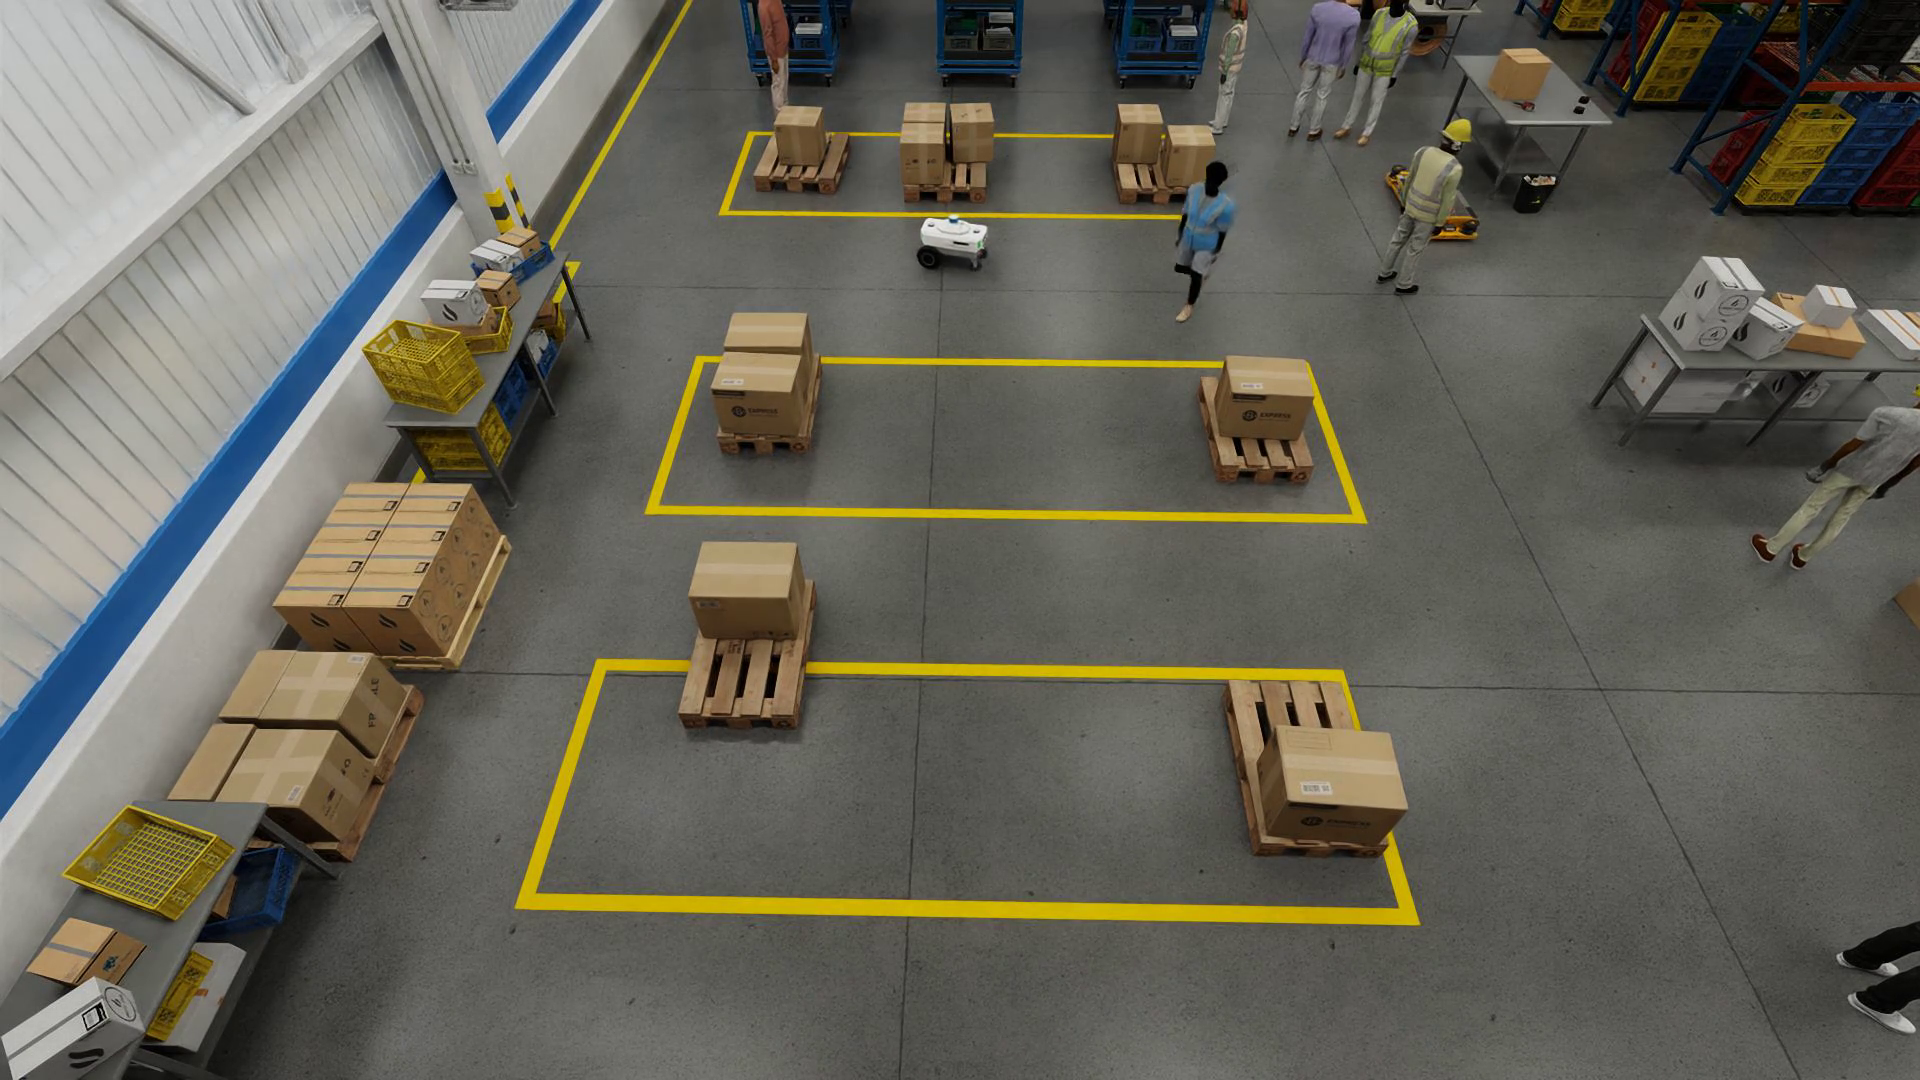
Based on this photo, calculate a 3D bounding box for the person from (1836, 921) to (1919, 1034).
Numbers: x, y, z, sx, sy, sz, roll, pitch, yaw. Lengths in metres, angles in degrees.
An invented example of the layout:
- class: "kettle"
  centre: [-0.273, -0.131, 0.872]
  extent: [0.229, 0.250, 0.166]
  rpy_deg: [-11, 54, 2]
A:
- class: "person"
  centre: [5.342, 2.009, 4.695]
  extent: [0.379, 1.916, 0.597]
  rpy_deg: [17, 51, 14]

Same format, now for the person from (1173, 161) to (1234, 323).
- class: "person"
  centre: [2.446, -3.016, 9.195]
  extent: [0.524, 1.680, 0.542]
  rpy_deg: [-35, 57, -26]

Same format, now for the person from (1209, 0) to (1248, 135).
- class: "person"
  centre: [3.510, -6.150, 11.945]
  extent: [0.313, 1.634, 0.514]
  rpy_deg: [19, 52, 16]

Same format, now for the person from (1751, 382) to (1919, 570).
- class: "person"
  centre: [6.748, -0.495, 6.901]
  extent: [0.514, 1.861, 0.332]
  rpy_deg: [19, 52, 15]

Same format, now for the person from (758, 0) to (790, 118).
- class: "person"
  centre: [-2.348, -6.353, 11.883]
  extent: [0.386, 1.992, 0.625]
  rpy_deg: [4, 49, 4]

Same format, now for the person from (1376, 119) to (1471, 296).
- class: "person"
  centre: [4.787, -3.402, 9.441]
  extent: [0.403, 1.822, 0.589]
  rpy_deg: [-20, 52, -16]

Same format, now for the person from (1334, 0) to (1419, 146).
- class: "person"
  centre: [5.322, -6.017, 11.692]
  extent: [0.626, 1.844, 0.429]
  rpy_deg: [36, 58, 27]

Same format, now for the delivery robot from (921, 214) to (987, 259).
- class: "delivery robot"
  centre: [-0.064, -3.375, 10.190]
  extent: [0.707, 0.478, 0.477]
  rpy_deg: [12, 50, 10]

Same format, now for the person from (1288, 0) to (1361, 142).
- class: "person"
  centre: [4.652, -6.125, 11.722]
  extent: [0.635, 1.938, 0.359]
  rpy_deg: [26, 54, 21]

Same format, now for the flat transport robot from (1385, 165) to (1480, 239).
- class: "flat transport robot"
  centre: [5.692, -4.094, 11.059]
  extent: [0.652, 0.197, 1.431]
  rpy_deg: [1, 49, 1]
